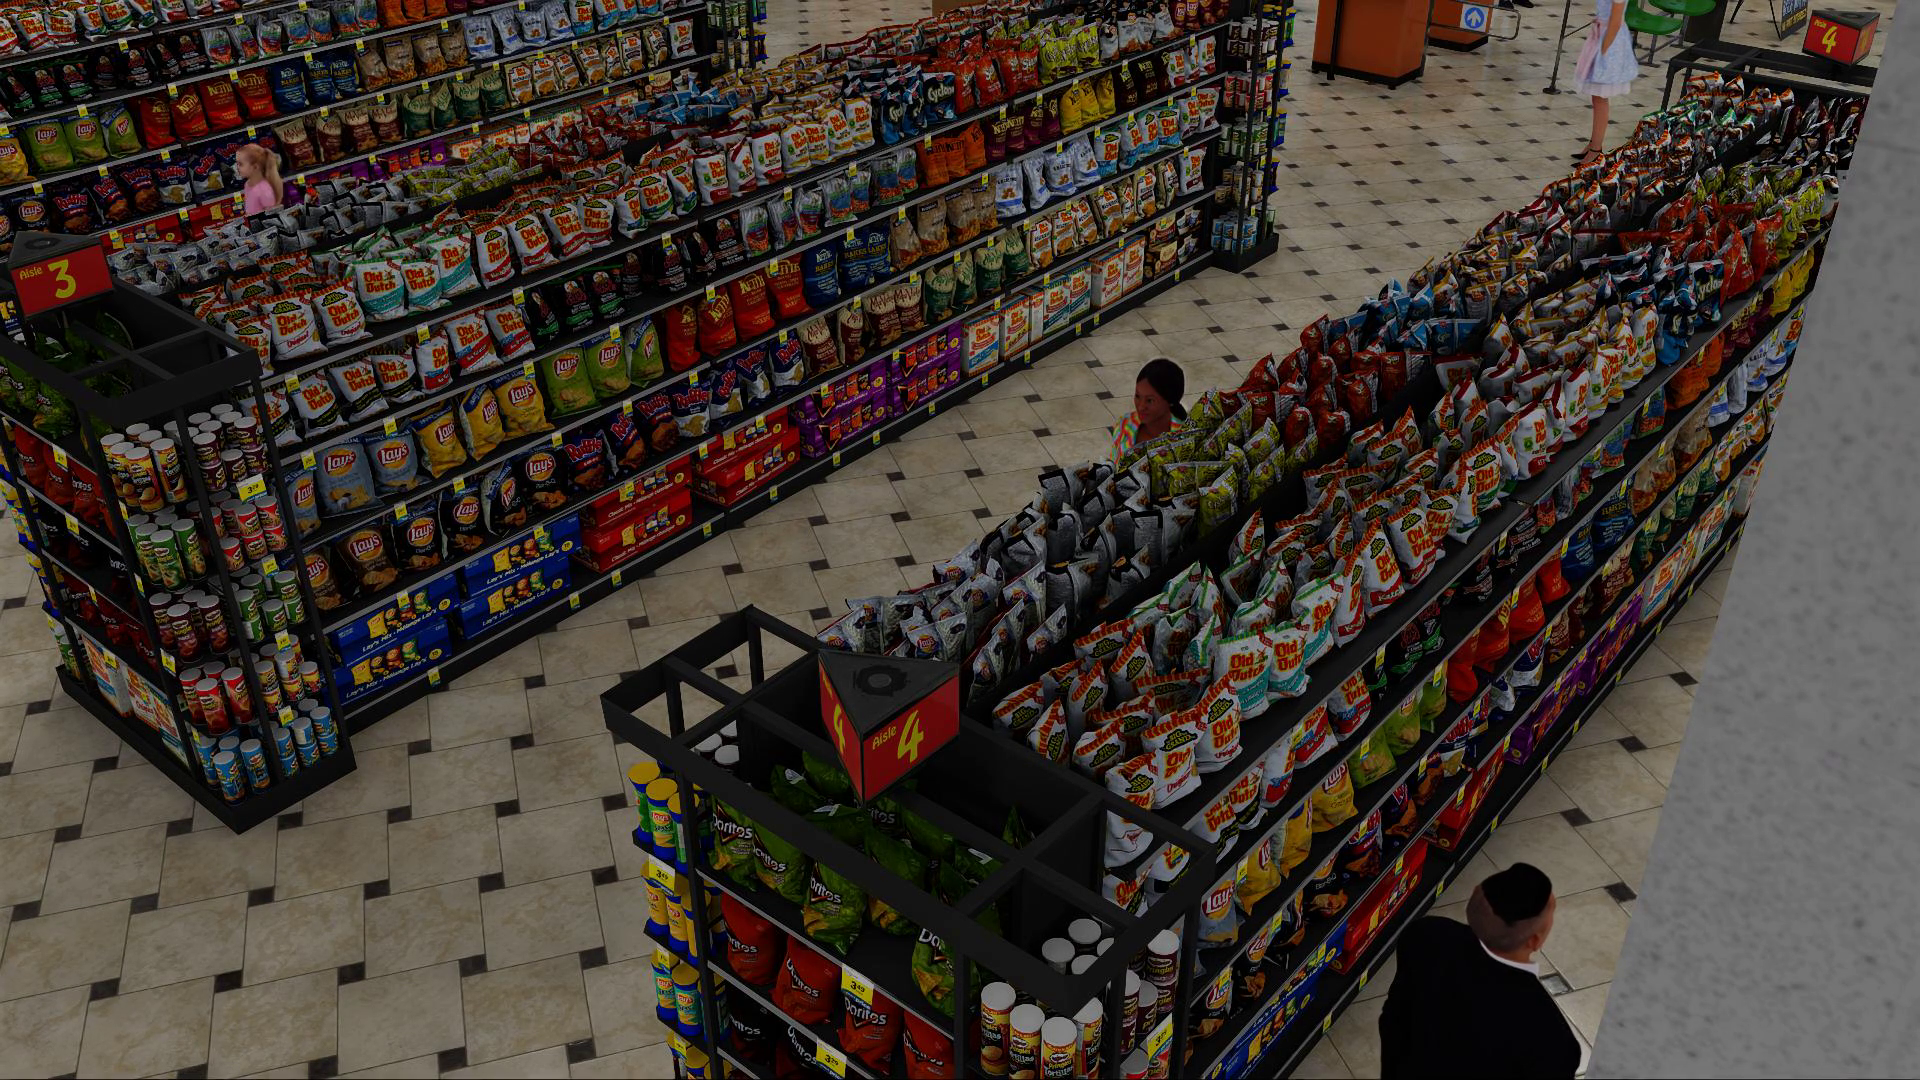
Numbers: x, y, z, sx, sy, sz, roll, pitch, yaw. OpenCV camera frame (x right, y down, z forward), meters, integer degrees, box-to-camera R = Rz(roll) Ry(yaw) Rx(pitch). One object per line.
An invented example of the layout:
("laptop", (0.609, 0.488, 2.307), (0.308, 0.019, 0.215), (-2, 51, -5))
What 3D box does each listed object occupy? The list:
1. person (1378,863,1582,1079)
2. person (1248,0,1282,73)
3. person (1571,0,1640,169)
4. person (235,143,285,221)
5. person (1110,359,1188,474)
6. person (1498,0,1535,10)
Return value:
("person", (1.312, 1.593, 4.423), (0.679, 1.858, 0.767), (-21, 37, -30))
("person", (2.864, -5.137, 15.404), (0.736, 1.685, 0.579), (12, 34, 18))
("person", (5.143, -3.869, 13.243), (0.865, 1.815, 0.780), (11, 33, 17))
("person", (-4.354, -1.917, 10.627), (0.655, 1.264, 0.539), (-25, 40, -34))
("person", (0.791, 0.058, 6.953), (0.625, 1.792, 0.571), (18, 36, 27))
("person", (6.022, -6.589, 17.609), (0.686, 1.820, 0.811), (-11, 34, -17))
